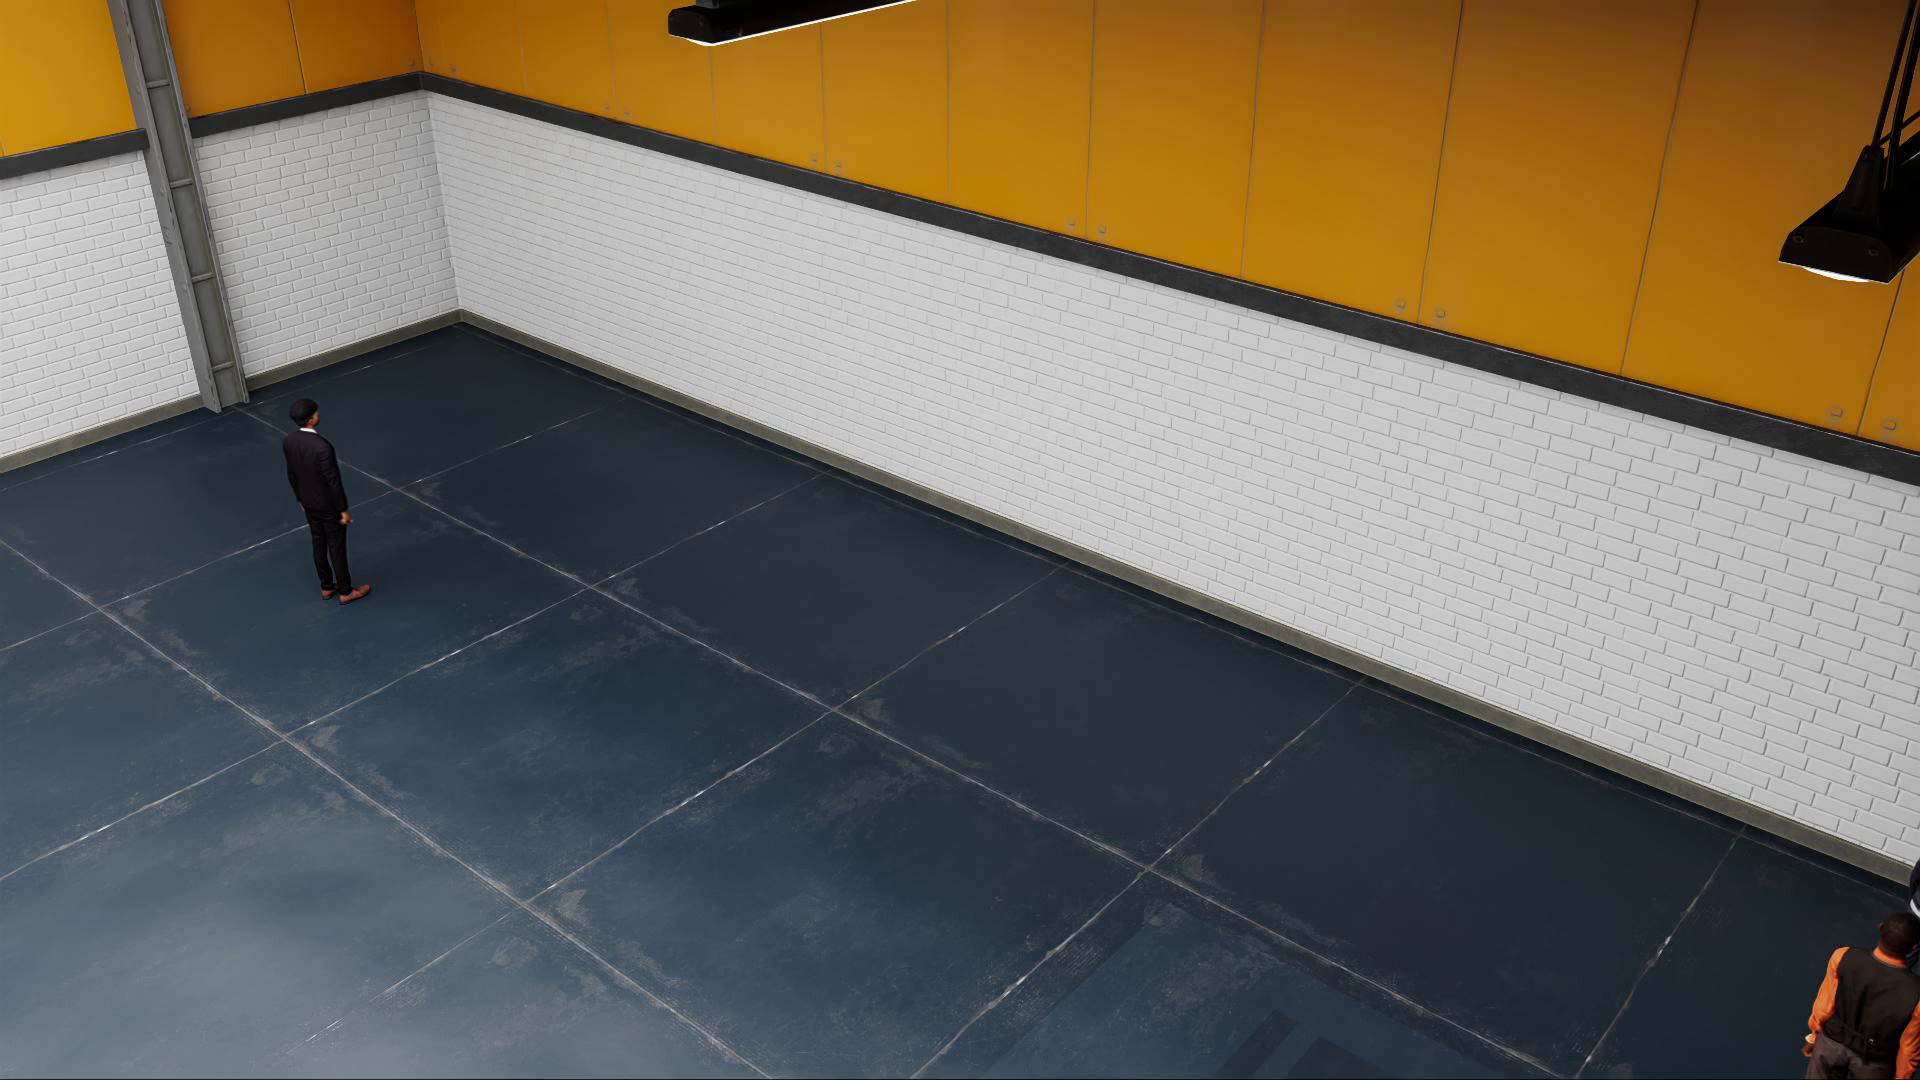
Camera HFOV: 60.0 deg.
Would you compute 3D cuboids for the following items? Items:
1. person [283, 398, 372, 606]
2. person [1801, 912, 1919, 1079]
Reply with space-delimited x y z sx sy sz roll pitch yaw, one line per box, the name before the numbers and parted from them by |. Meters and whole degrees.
person | -5.481 -0.333 14.248 0.742 1.883 0.633 14 32 24
person | 4.665 2.699 8.663 0.622 1.908 0.712 -25 38 -38
